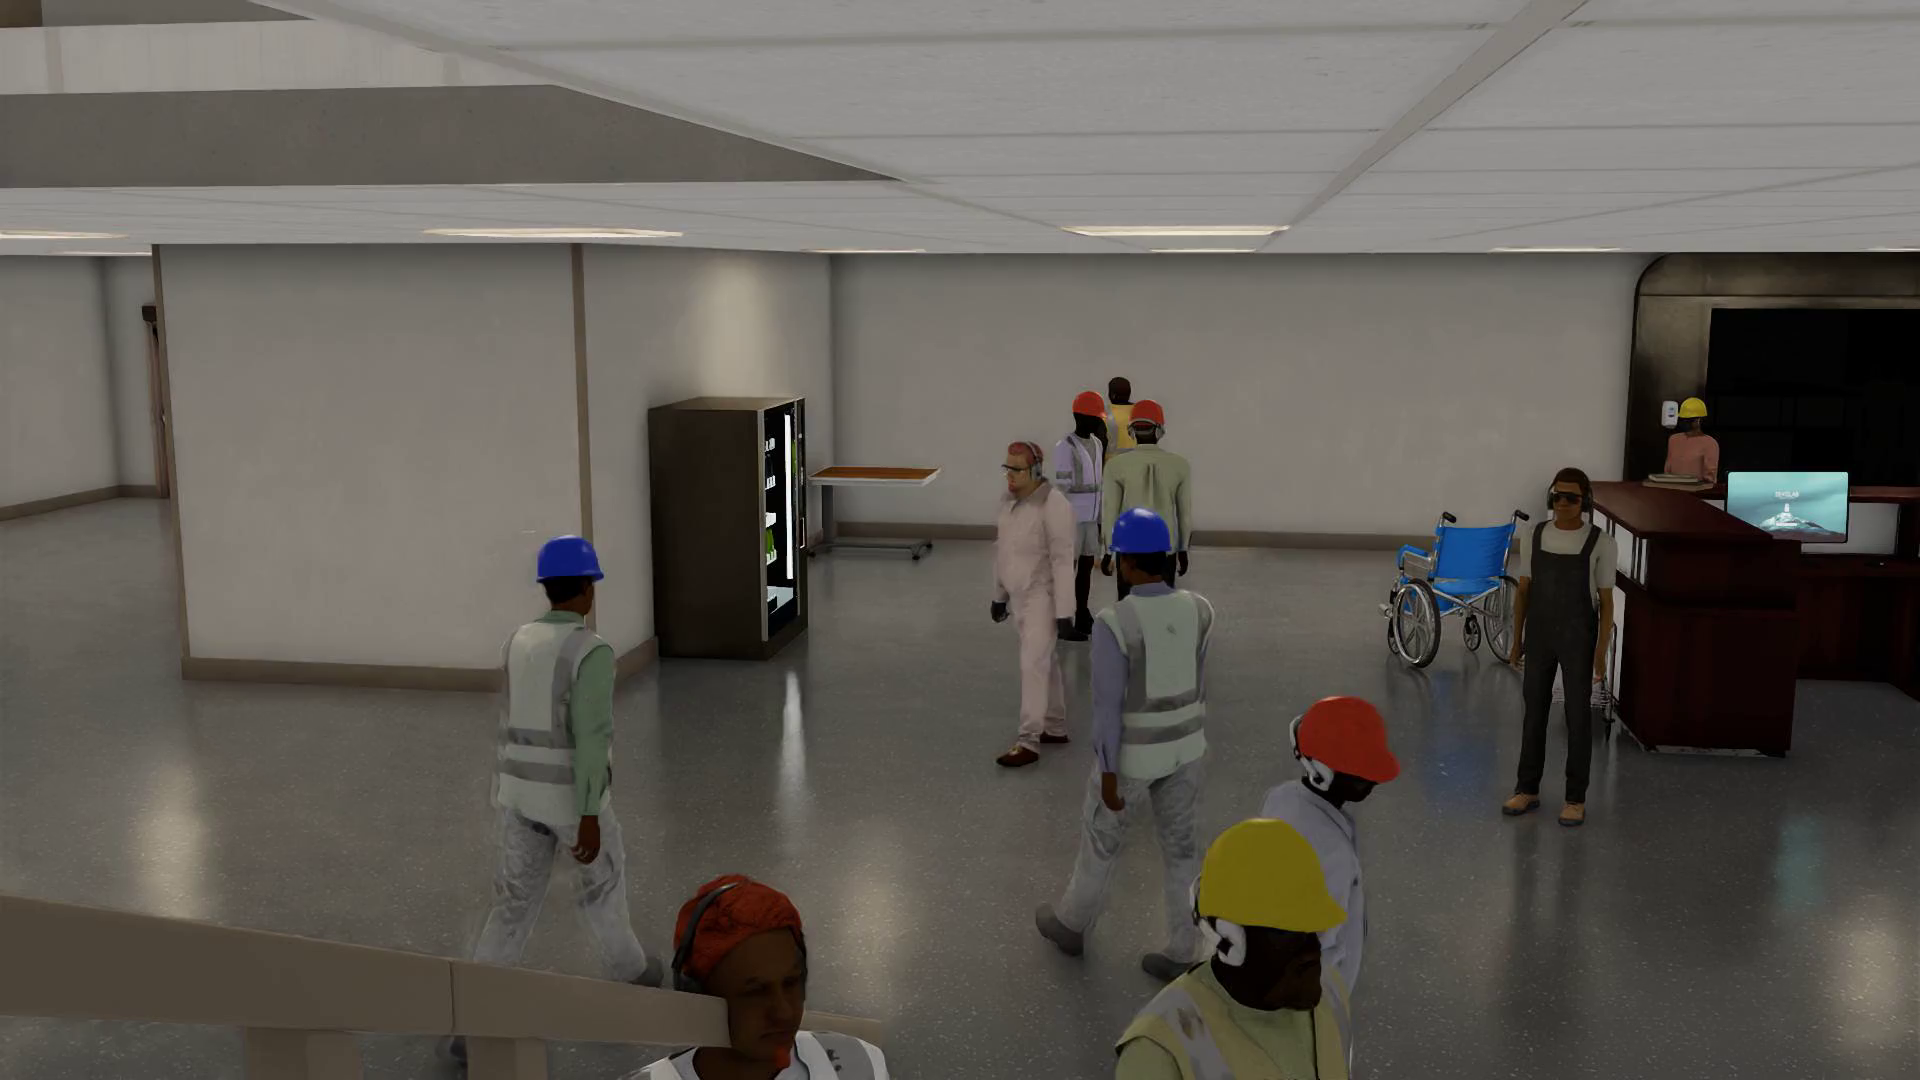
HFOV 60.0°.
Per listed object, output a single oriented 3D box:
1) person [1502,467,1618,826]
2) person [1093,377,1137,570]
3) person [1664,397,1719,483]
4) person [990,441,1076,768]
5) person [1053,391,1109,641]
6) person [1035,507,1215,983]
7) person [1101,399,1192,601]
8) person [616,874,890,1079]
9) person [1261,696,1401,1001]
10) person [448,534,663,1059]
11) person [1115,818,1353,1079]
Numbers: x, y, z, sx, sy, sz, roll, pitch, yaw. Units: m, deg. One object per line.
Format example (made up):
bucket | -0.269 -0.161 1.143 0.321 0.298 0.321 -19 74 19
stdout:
person | 3.096 0.543 8.591 0.507 1.846 0.343 7 12 37
person | 1.508 -0.636 15.879 0.633 1.842 0.429 -5 10 -28
person | 6.306 -0.356 14.416 0.334 1.761 0.531 -4 10 -24
person | 0.418 0.355 9.714 0.661 1.872 0.660 -5 10 -27
person | 0.953 -0.185 12.837 0.390 1.929 0.545 8 12 39
person | 0.686 0.812 6.742 0.617 1.913 0.842 -5 11 -30
person | 1.243 0.055 11.150 0.621 1.990 0.391 -1 9 -8
person | -0.351 1.471 2.752 0.575 1.885 0.355 -6 11 -33
person | 0.962 1.246 4.623 0.400 1.729 0.659 0 9 -1
person | -1.480 0.934 6.124 0.645 1.875 0.979 7 11 36
person | 0.560 1.424 3.205 0.598 1.833 0.403 -8 12 -42
